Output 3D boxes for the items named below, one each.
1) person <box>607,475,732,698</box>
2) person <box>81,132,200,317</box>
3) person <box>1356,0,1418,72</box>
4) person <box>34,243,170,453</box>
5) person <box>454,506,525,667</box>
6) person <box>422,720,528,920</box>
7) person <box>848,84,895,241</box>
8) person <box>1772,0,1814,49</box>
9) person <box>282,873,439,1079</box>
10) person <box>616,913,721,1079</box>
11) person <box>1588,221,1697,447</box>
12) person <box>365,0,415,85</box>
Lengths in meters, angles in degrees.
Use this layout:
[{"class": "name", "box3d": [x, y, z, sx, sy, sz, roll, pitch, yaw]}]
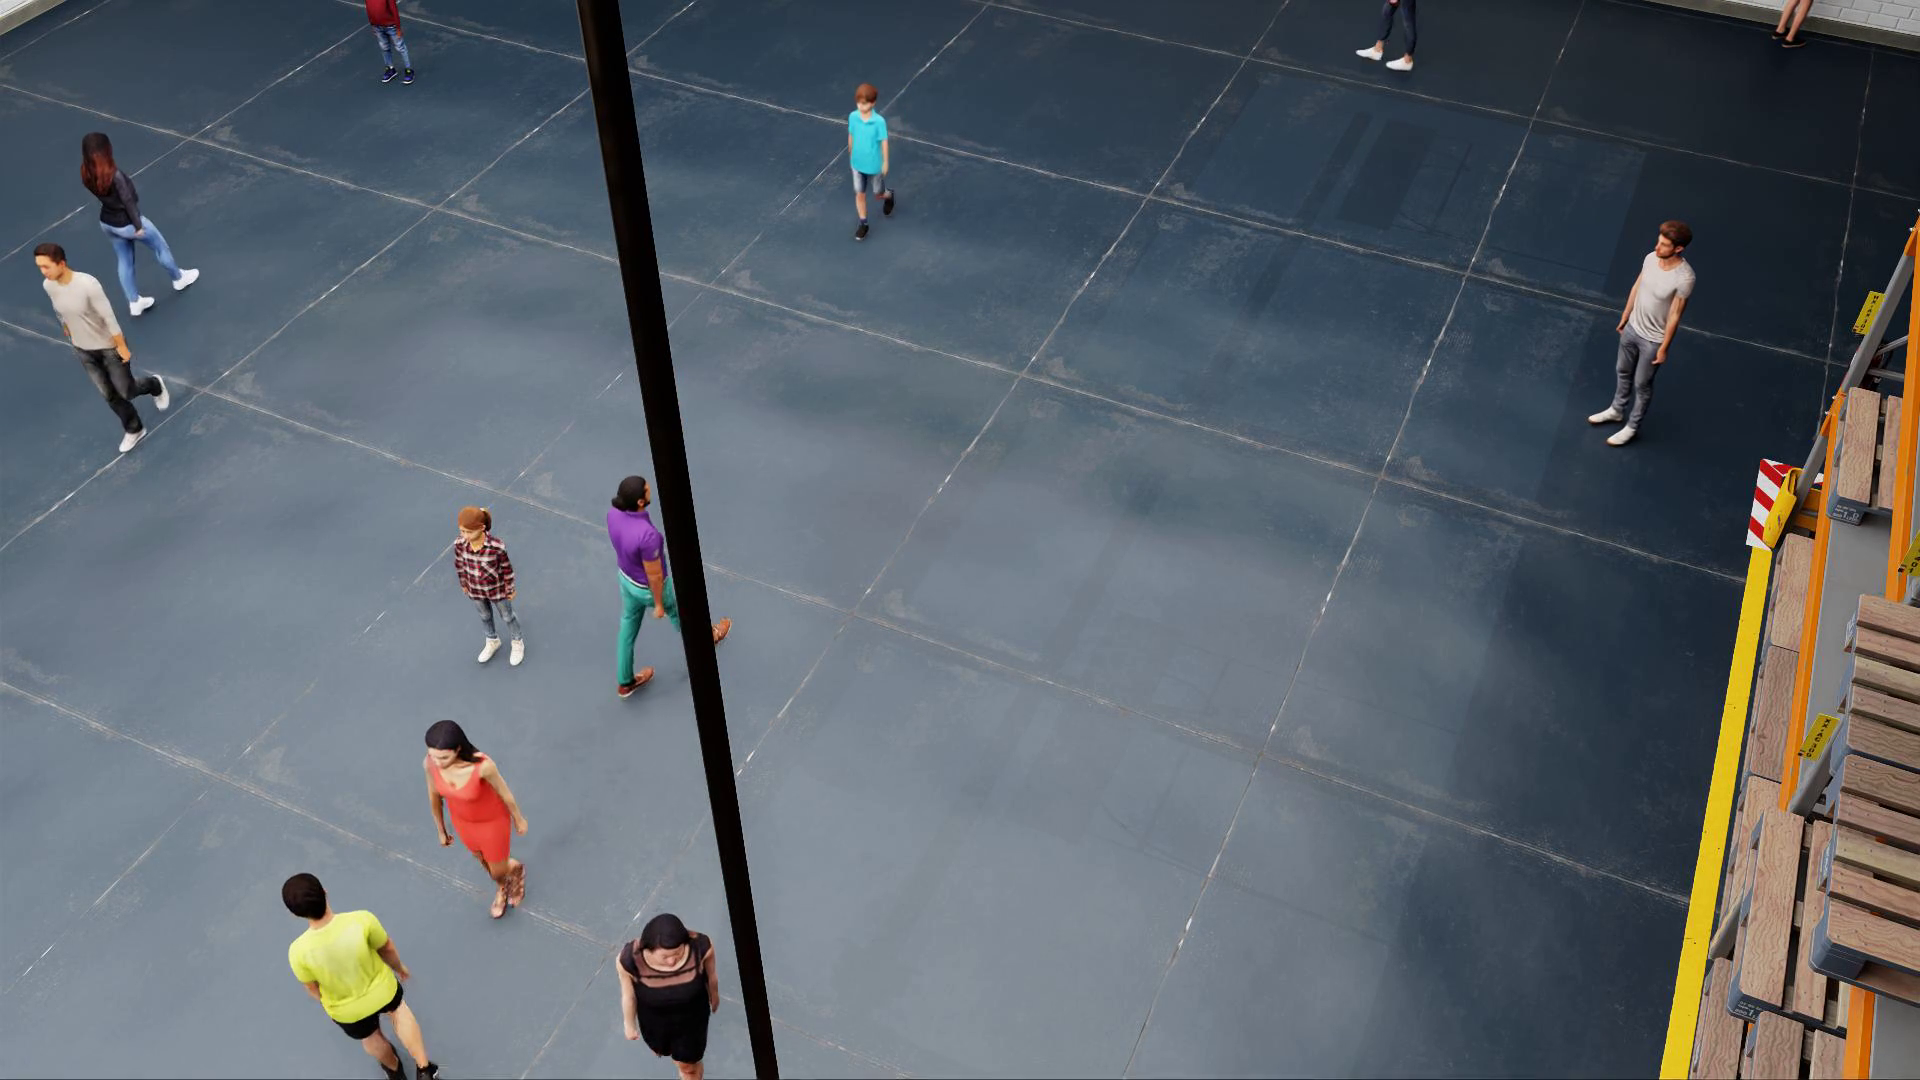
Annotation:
[{"class": "person", "box3d": [-2.090, 0.336, 10.652, 0.869, 1.722, 1.193, 31, 52, 29]}, {"class": "person", "box3d": [-6.987, -2.583, 13.795, 0.671, 1.614, 0.913, 15, 46, 15]}, {"class": "person", "box3d": [4.632, -5.586, 16.816, 0.780, 1.795, 0.818, 10, 44, 10]}, {"class": "person", "box3d": [-6.451, -1.529, 12.560, 0.795, 1.792, 0.943, 7, 44, 7]}, {"class": "person", "box3d": [-3.120, 0.286, 11.007, 0.596, 1.306, 0.605, 5, 44, 5]}, {"class": "person", "box3d": [-2.694, 1.516, 9.429, 0.726, 1.702, 0.718, 5, 44, 5]}, {"class": "person", "box3d": [-0.791, -3.401, 14.783, 0.539, 1.435, 0.809, 16, 46, 16]}, {"class": "person", "box3d": [8.887, -5.928, 17.347, 0.695, 1.558, 0.618, -9, 44, -9]}, {"class": "person", "box3d": [-3.058, 2.371, 8.544, 0.834, 1.684, 0.883, -22, 48, -22]}, {"class": "person", "box3d": [-1.483, 2.362, 8.549, 0.947, 1.689, 1.055, -6, 44, -6]}, {"class": "person", "box3d": [5.205, -1.576, 12.540, 0.808, 1.886, 0.758, -16, 46, -16]}, {"class": "person", "box3d": [-5.821, -5.256, 16.862, 0.533, 1.253, 0.537, 9, 44, 10]}]
